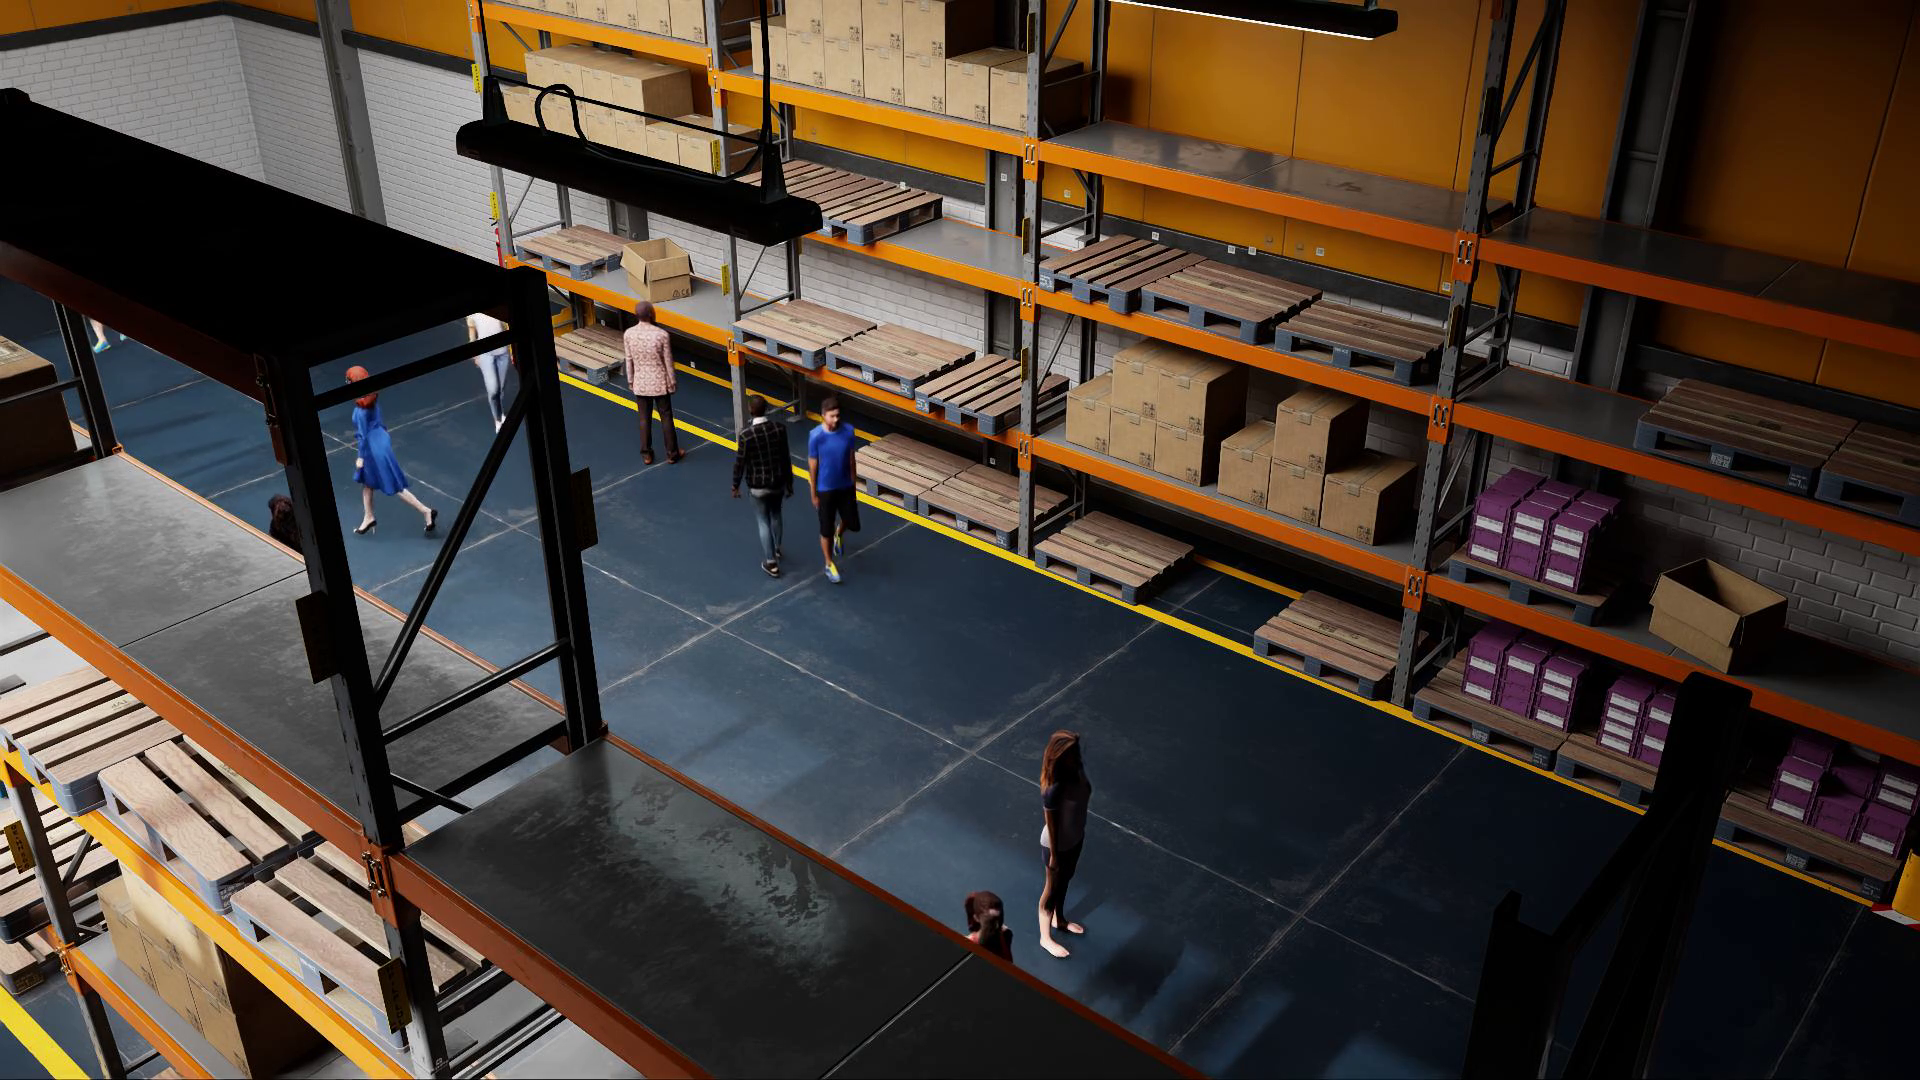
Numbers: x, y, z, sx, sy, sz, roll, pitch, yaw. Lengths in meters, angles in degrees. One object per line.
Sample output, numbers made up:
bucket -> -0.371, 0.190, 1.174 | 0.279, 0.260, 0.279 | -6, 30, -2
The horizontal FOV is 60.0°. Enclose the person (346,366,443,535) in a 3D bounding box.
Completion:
person -> -5.562, -0.810, 16.157 | 1.133, 1.787, 1.096 | -4, 29, -7

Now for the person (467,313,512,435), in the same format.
person -> -5.214, -2.074, 18.558 | 0.778, 1.707, 0.896 | -15, 32, -26

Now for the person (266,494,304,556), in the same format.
person -> -5.622, 0.384, 14.193 | 1.021, 1.571, 0.624 | 22, 35, 34

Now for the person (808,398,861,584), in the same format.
person -> -1.206, -0.529, 15.571 | 0.854, 1.855, 0.969 | -10, 30, -17

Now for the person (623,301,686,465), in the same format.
person -> -3.279, -1.667, 17.705 | 0.735, 1.808, 0.837 | 3, 29, 5

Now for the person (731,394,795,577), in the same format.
person -> -1.783, -0.480, 15.532 | 0.861, 1.806, 0.907 | -13, 31, -23

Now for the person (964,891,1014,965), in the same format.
person -> 0.100, 2.730, 9.755 | 0.878, 1.703, 1.238 | -14, 32, -25

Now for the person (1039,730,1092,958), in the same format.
person -> 0.673, 1.986, 11.088 | 0.606, 1.732, 0.634 | 14, 32, 24
